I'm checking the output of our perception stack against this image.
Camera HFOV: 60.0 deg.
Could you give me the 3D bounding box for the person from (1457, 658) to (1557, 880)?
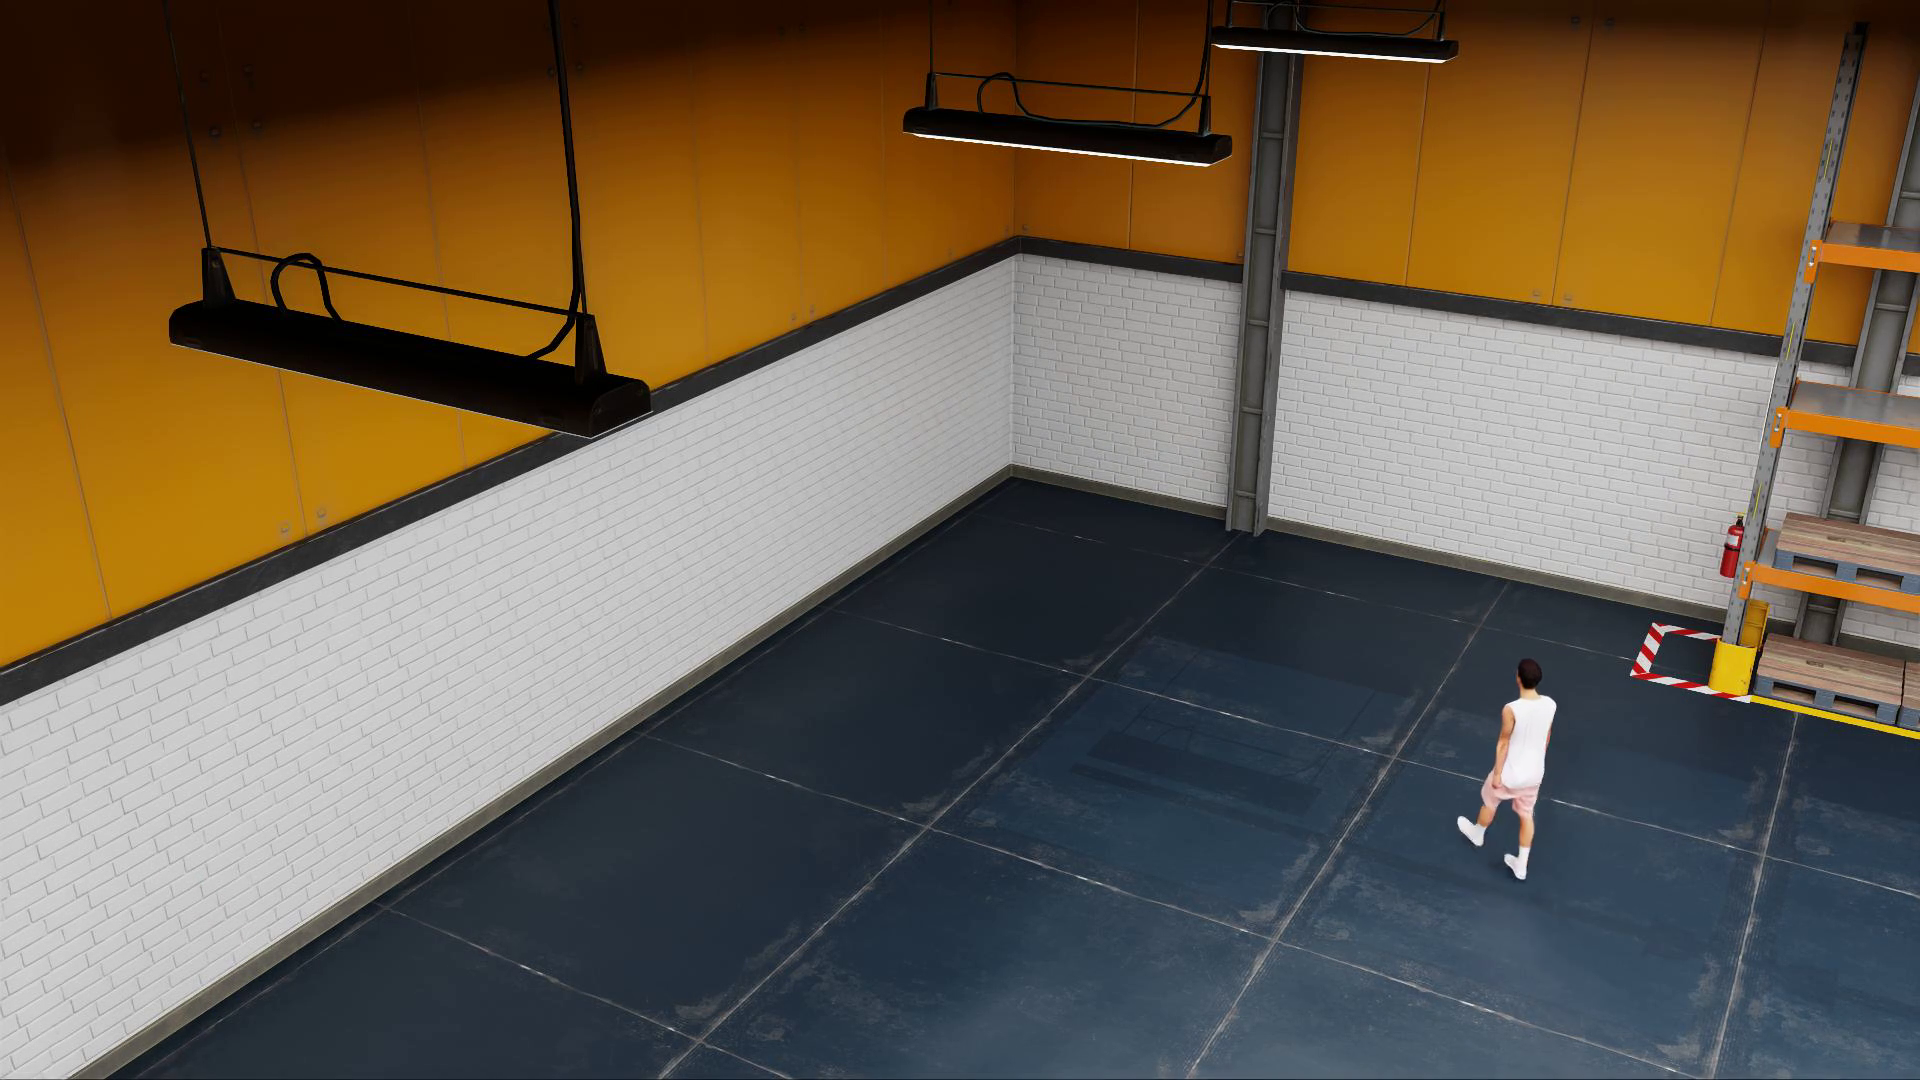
[{"bbox_3d":[4.323,1.803,12.738,1.039,1.755,1.099,-6,24,-14],"label":"person"}]
